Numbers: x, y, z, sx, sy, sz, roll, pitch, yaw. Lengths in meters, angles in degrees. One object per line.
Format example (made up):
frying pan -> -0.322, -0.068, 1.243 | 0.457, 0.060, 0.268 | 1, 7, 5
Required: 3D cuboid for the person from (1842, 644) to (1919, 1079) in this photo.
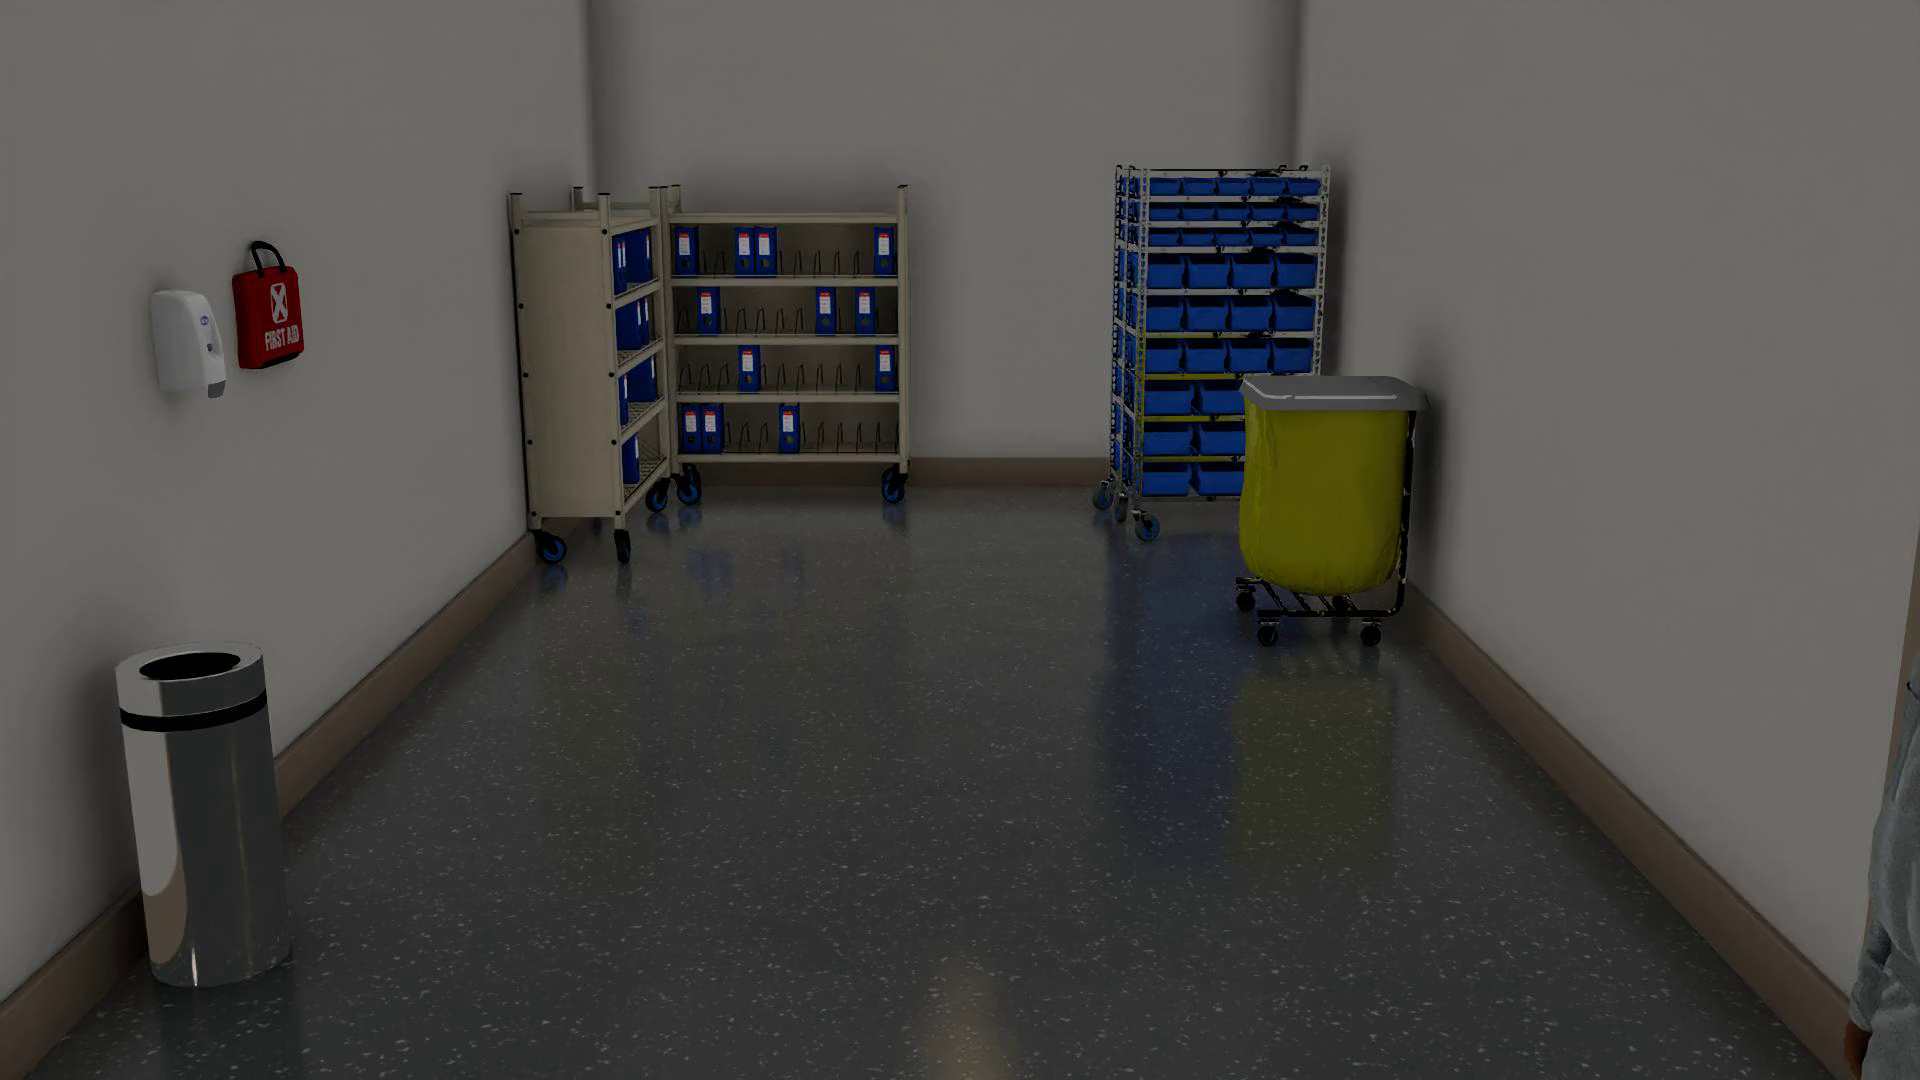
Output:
person -> 1.092, 0.575, 1.763 | 0.295, 1.743, 0.493 | 0, 13, -1
